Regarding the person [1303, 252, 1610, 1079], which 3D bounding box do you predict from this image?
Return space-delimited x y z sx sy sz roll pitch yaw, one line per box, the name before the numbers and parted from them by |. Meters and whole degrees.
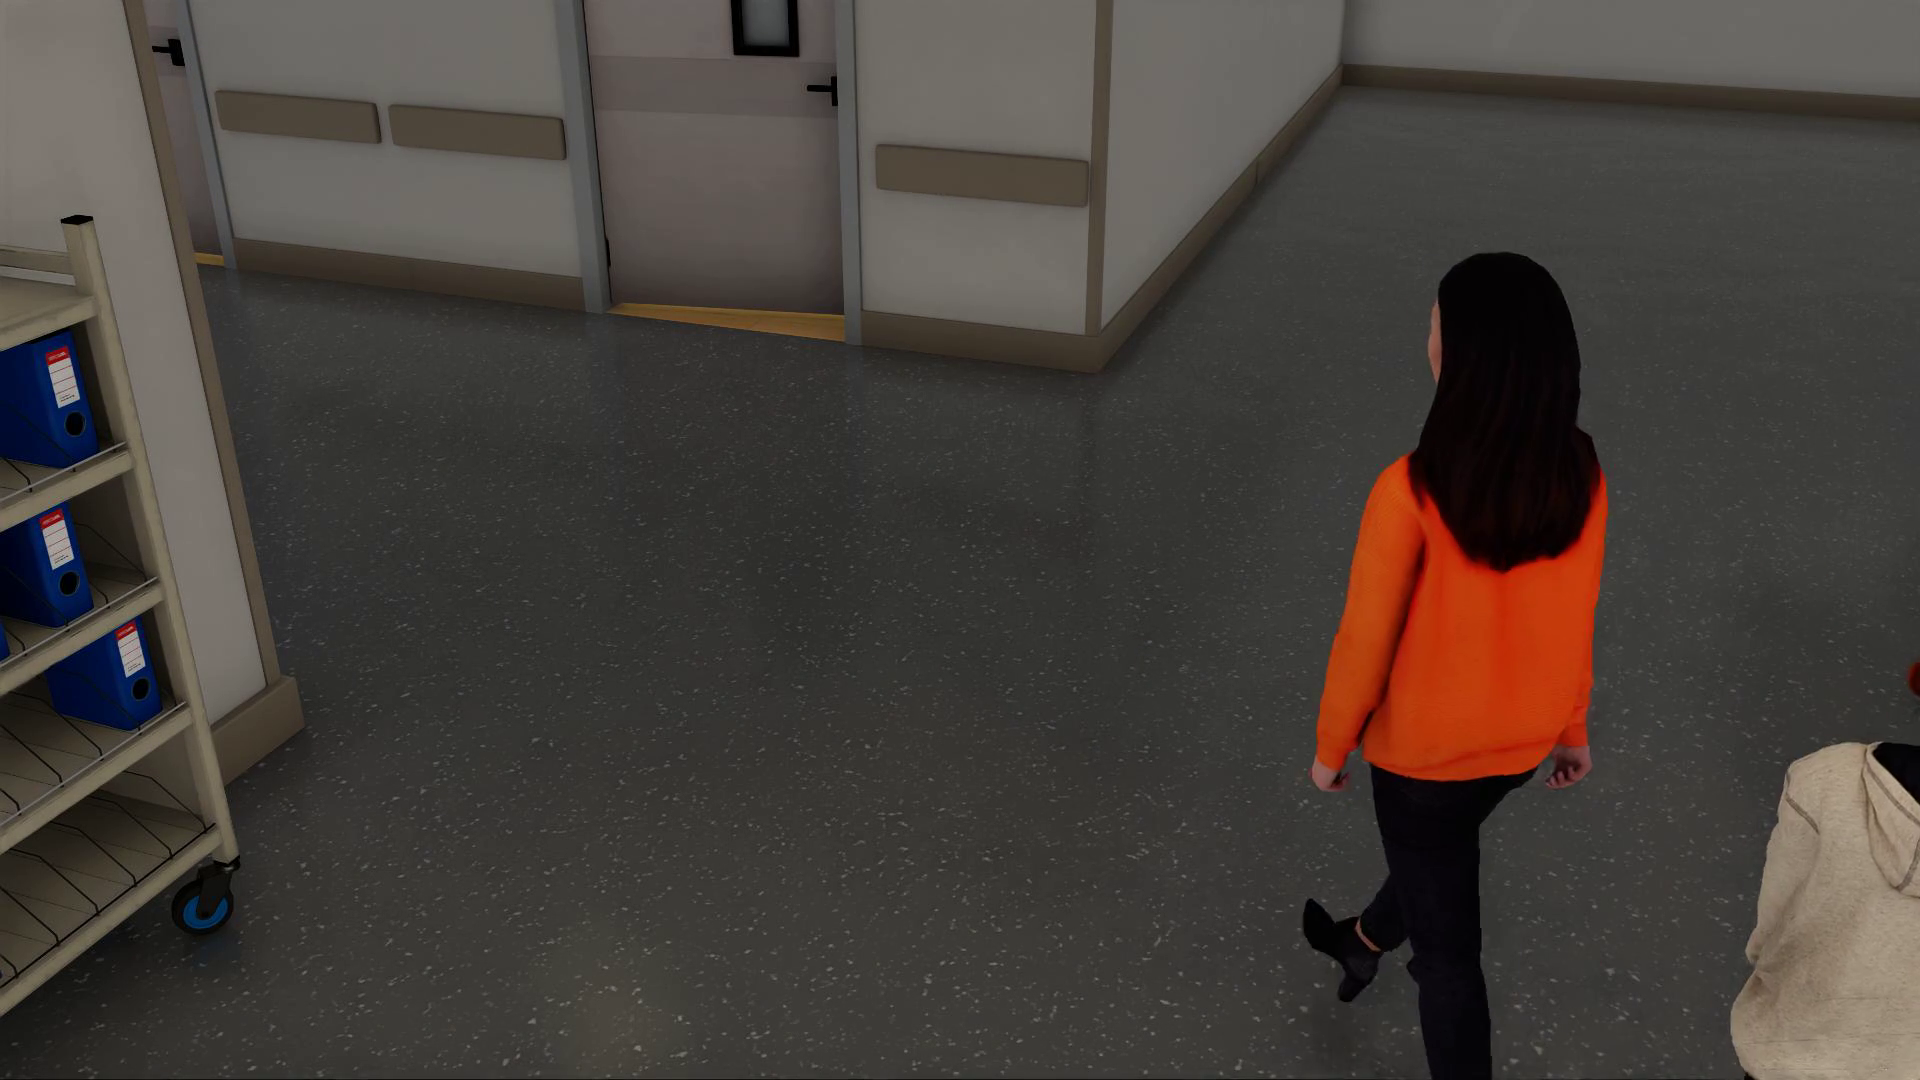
person | 0.902 0.407 2.802 1.023 1.720 1.074 -12 28 -23
